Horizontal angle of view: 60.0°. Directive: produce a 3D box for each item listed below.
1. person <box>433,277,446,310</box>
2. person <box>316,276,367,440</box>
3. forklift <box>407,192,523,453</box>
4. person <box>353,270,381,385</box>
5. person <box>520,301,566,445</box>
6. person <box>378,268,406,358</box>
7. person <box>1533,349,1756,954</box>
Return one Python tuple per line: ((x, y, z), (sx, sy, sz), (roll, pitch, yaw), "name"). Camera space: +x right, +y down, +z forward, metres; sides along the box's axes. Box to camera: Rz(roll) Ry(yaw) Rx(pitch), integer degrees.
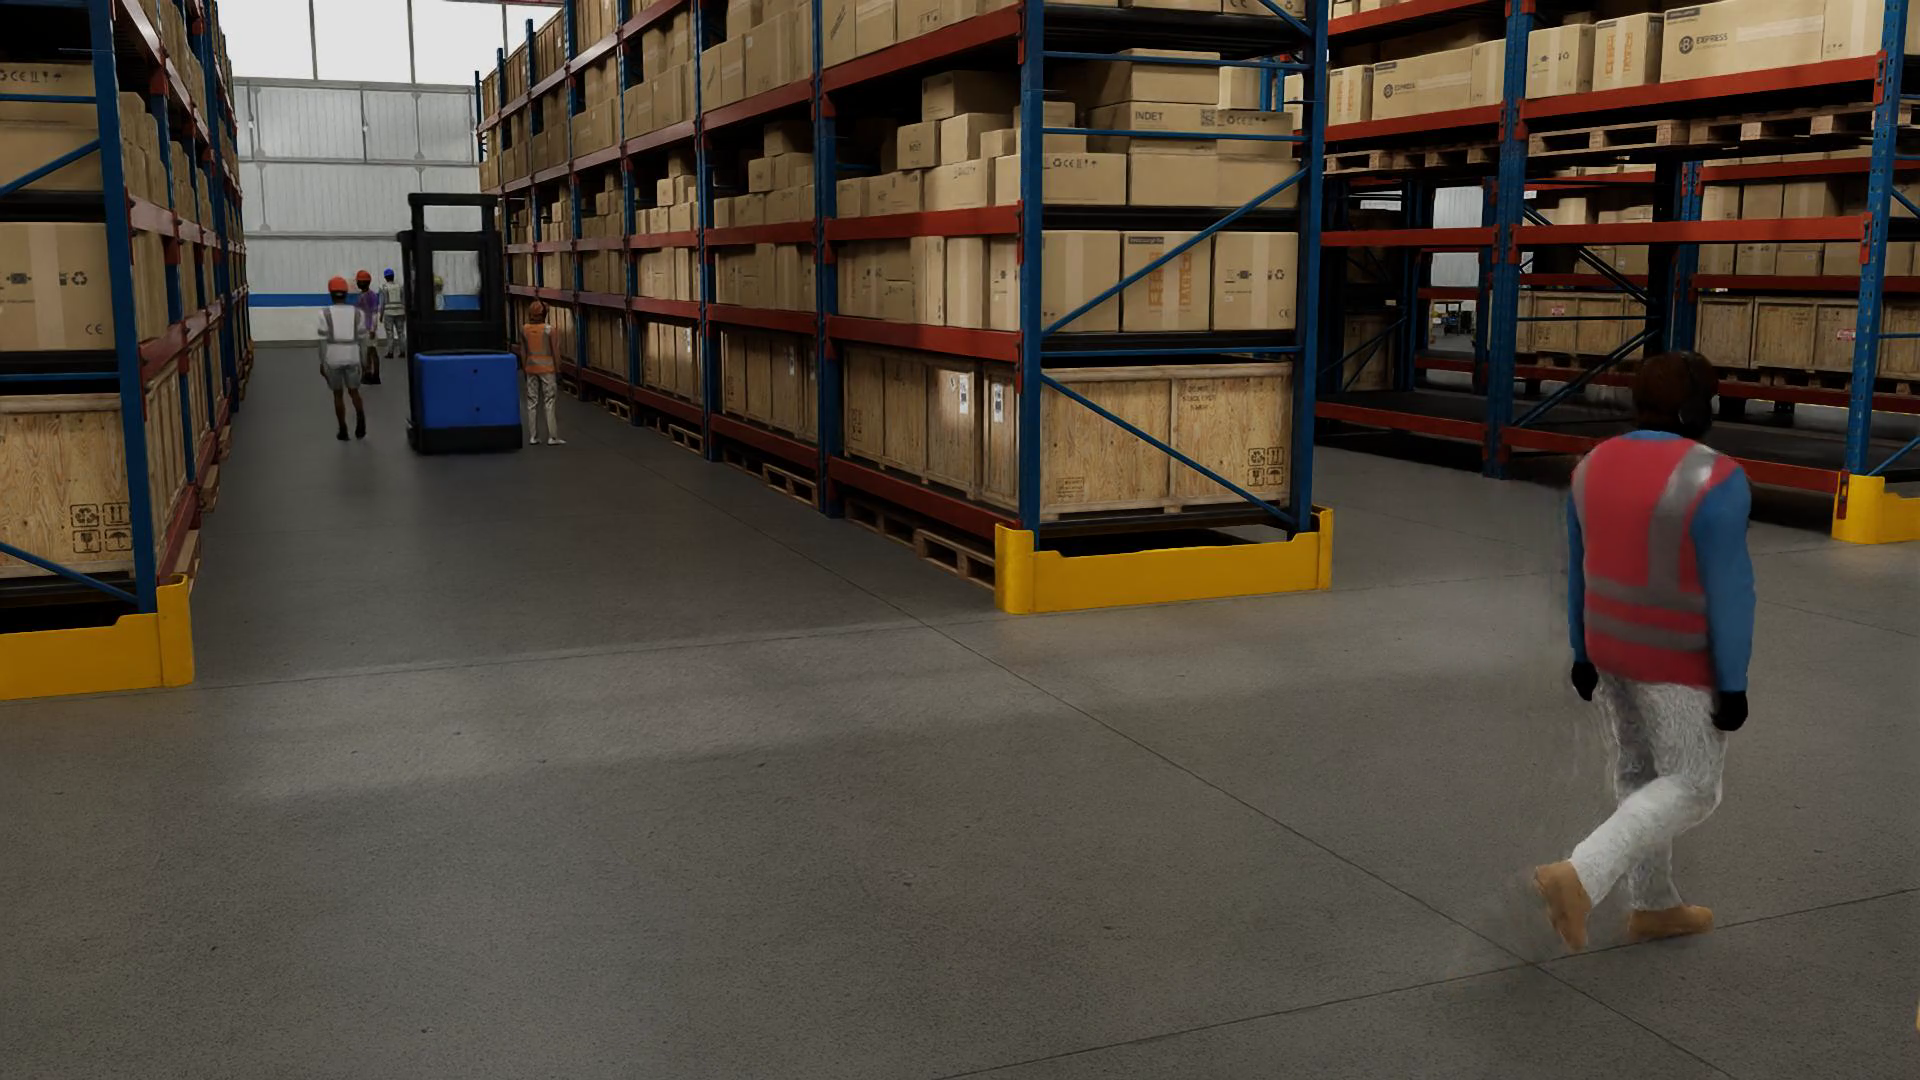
((-11.302, -4.821, 36.117), (0.534, 1.744, 0.378), (9, 13, 42), "person")
((-7.162, -2.097, 19.306), (0.543, 1.922, 0.476), (-7, 12, -34), "person")
((-5.562, -2.440, 18.476), (1.129, 2.768, 1.873), (-4, 10, -22), "forklift")
((-10.116, -3.617, 28.334), (0.545, 1.942, 0.351), (8, 13, 41), "person")
((-4.746, -1.886, 18.868), (0.514, 1.641, 0.307), (3, 10, 18), "person")
((-12.278, -4.895, 35.993), (0.601, 1.941, 0.395), (-9, 13, -43), "person")
((2.018, 0.352, 4.908), (0.693, 1.827, 0.636), (-3, 10, -18), "person")
